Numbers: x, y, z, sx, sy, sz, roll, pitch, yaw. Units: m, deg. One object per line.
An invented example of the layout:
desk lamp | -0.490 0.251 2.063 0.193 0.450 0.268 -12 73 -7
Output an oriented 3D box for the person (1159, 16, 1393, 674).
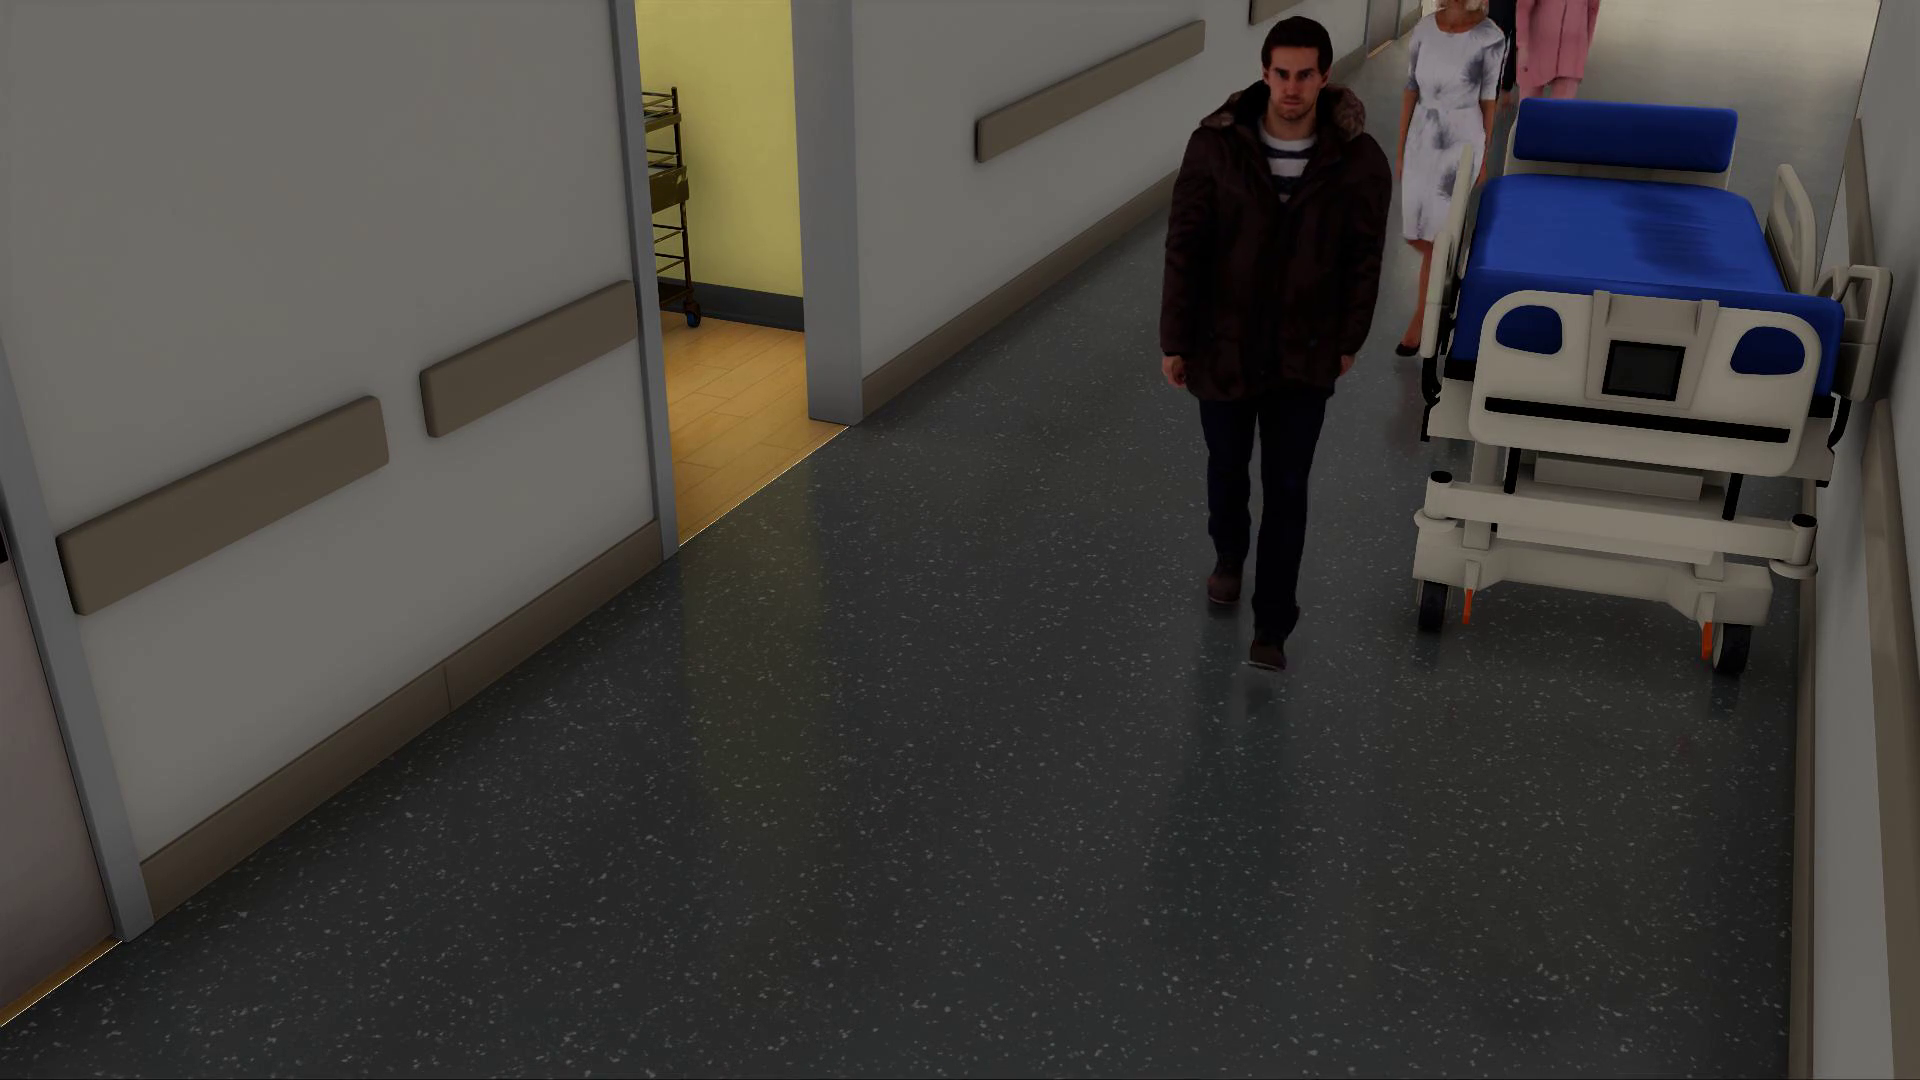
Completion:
person | 0.885 -0.585 4.872 1.119 1.802 0.984 6 26 12

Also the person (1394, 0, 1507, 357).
person | 2.127 -1.688 7.242 0.938 1.732 0.735 17 31 31

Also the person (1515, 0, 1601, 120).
person | 3.353 -2.778 9.478 1.109 1.752 0.886 4 26 9
